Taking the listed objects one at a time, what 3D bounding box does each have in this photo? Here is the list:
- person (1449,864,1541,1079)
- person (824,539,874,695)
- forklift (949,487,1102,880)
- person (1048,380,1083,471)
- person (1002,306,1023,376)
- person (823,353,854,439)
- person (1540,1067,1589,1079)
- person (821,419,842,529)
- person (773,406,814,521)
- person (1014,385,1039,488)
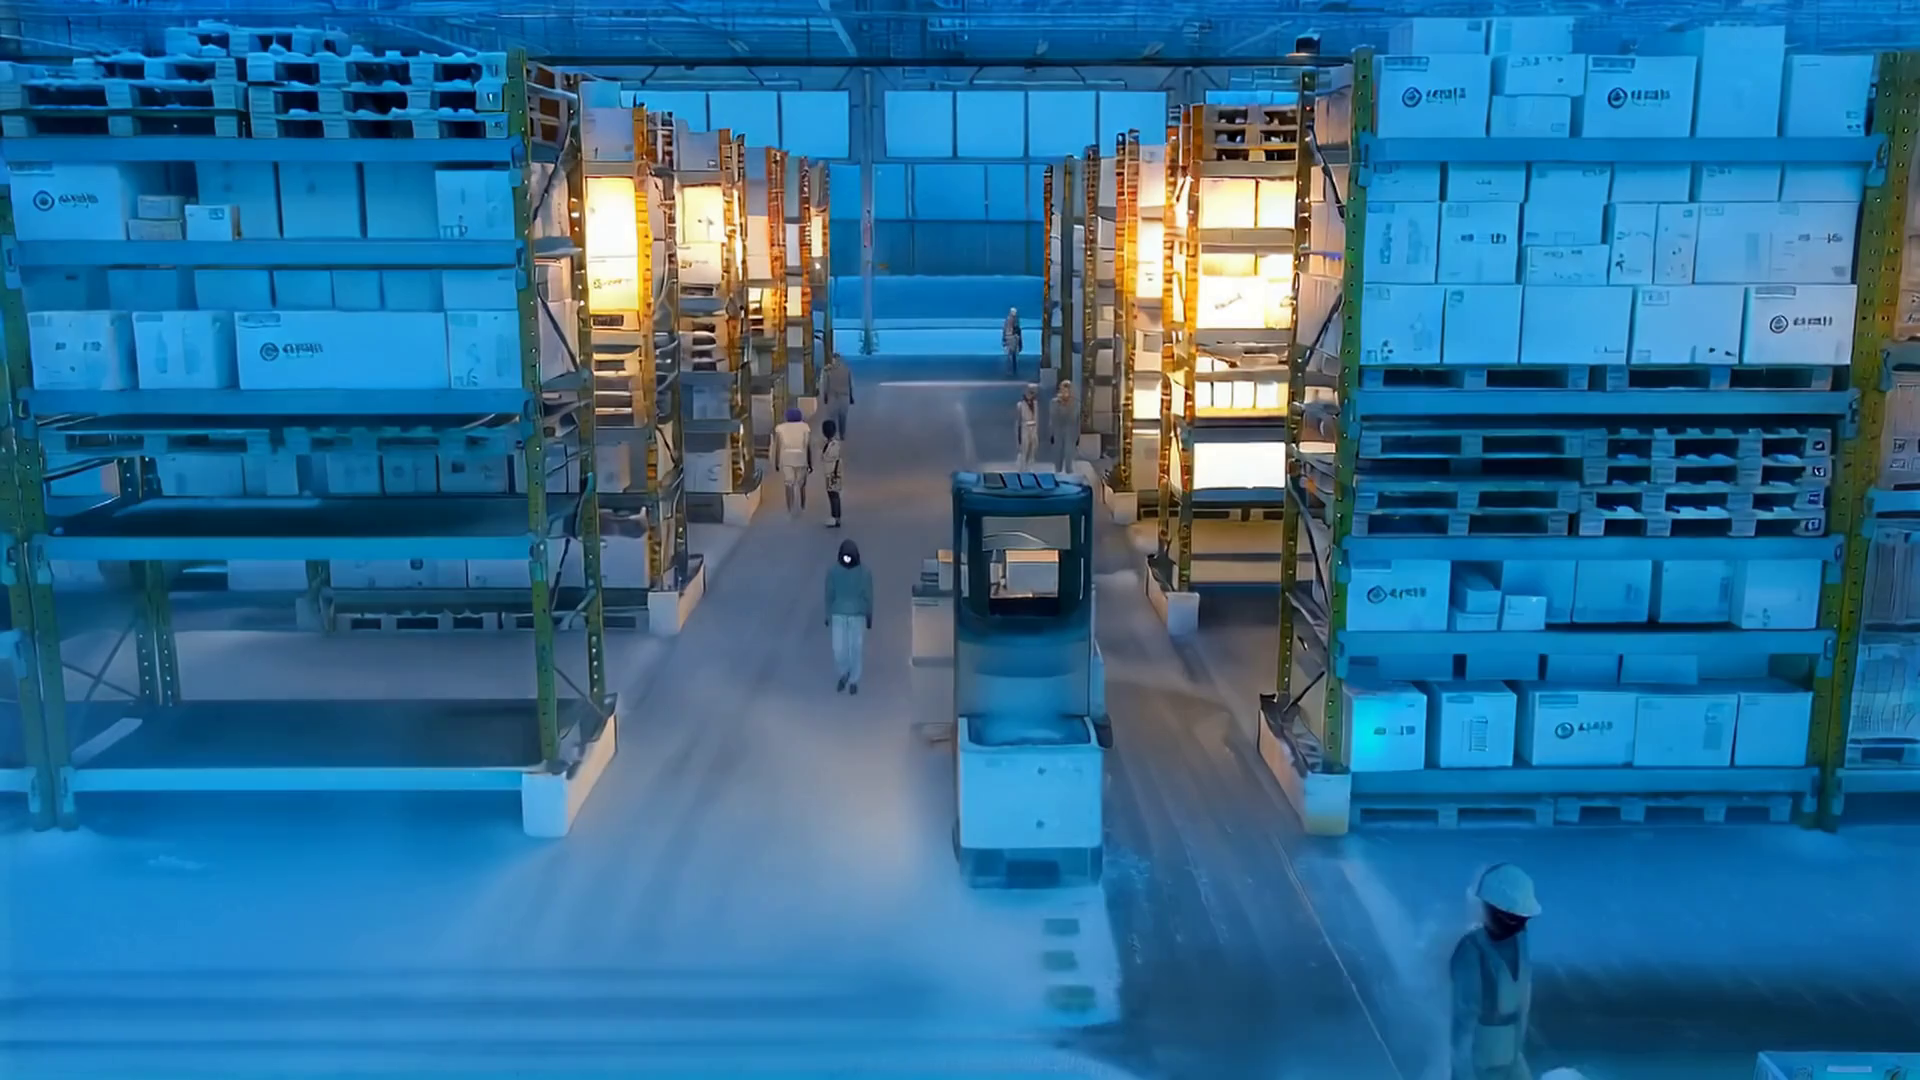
[{"bbox_3d":[2.500,2.438,8.061,0.552,1.908,0.867,-9,14,-38],"label":"person"},{"bbox_3d":[-1.129,0.788,16.907,0.528,1.616,0.388,1,11,5],"label":"person"},{"bbox_3d":[0.495,0.986,12.813,1.129,2.768,1.873,0,11,-2],"label":"forklift"},{"bbox_3d":[1.872,-1.891,29.506,0.692,1.905,0.400,-8,14,-33],"label":"person"},{"bbox_3d":[1.552,-5.841,48.740,0.610,2.040,0.394,4,12,21],"label":"person"},{"bbox_3d":[-2.588,-3.035,35.282,0.662,1.855,0.982,0,11,1],"label":"person"},{"bbox_3d":[2.446,2.850,6.574,0.700,1.675,0.532,0,11,-1],"label":"person"},{"bbox_3d":[-1.998,-1.028,25.761,0.317,1.691,0.535,-4,12,-20],"label":"person"},{"bbox_3d":[-2.649,-1.229,26.509,0.633,1.801,0.956,-2,12,-7],"label":"person"},{"bbox_3d":[1.165,-1.800,29.214,0.390,1.838,0.563,8,14,34],"label":"person"}]
